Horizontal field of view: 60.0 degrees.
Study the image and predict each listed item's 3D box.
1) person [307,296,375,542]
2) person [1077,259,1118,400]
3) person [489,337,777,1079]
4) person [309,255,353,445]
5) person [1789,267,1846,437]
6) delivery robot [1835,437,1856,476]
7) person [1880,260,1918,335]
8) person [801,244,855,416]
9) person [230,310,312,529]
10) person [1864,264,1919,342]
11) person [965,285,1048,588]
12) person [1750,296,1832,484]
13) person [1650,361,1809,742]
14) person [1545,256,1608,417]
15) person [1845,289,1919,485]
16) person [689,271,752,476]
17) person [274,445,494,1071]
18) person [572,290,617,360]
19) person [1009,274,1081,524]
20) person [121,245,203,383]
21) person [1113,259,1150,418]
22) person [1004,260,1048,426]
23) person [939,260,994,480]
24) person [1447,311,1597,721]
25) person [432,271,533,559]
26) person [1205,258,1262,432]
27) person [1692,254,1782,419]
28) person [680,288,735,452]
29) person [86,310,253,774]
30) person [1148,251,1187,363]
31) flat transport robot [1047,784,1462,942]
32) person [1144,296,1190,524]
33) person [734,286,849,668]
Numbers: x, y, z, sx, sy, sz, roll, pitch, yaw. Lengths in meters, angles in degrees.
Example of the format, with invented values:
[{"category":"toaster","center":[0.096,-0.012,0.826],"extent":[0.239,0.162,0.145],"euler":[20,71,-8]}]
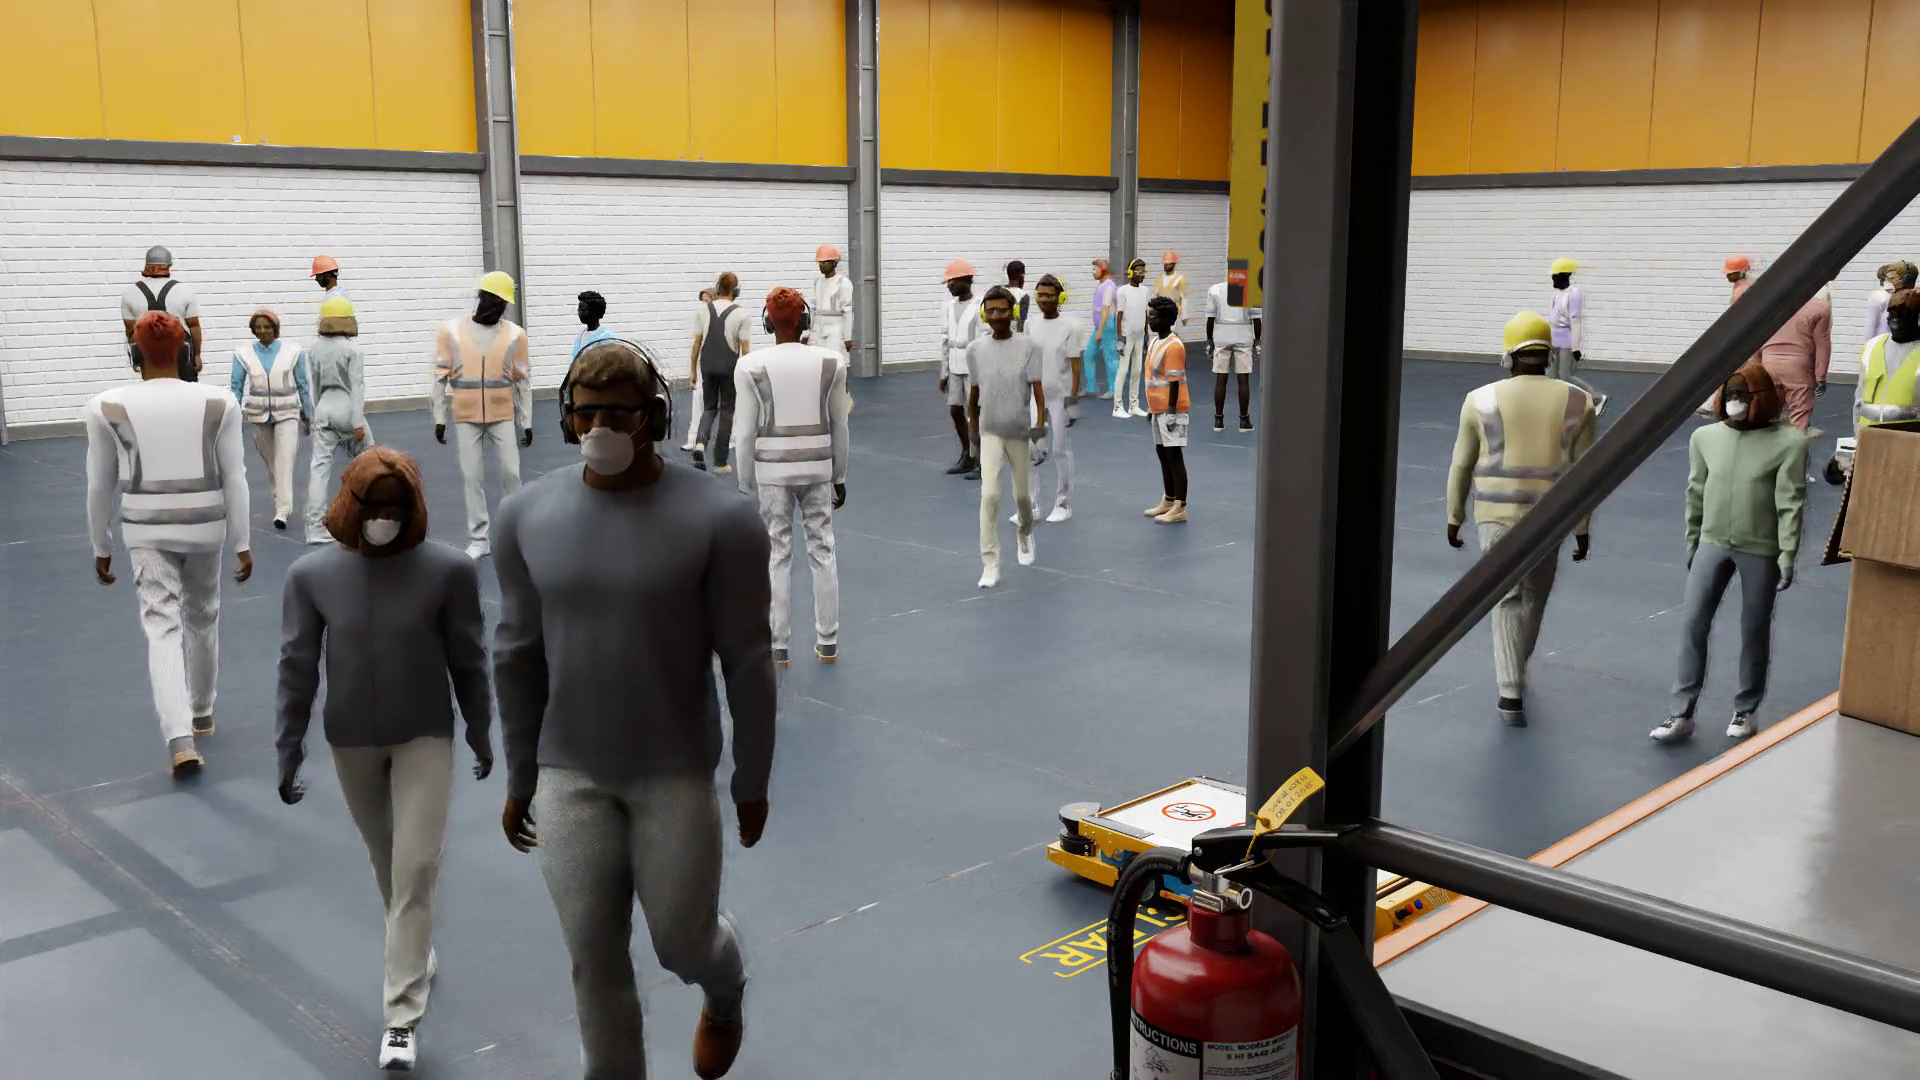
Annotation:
[{"category":"person","center":[-4.341,-0.862,11.755],"extent":[0.502,1.689,0.930],"euler":[3,11,18]},{"category":"person","center":[1.767,-2.713,21.547],"extent":[0.708,1.822,0.569],"euler":[-2,11,-10]},{"category":"person","center":[-0.714,0.499,3.755],"extent":[0.633,1.920,0.678],"euler":[1,10,8]},{"category":"person","center":[-6.398,-1.932,16.986],"extent":[0.371,1.928,0.543],"euler":[-2,11,-13]},{"category":"person","center":[9.098,-2.081,17.682],"extent":[0.455,1.971,0.635],"euler":[3,11,14]},{"category":"delivery robot","center":[7.803,-0.763,14.104],"extent":[0.707,0.478,0.477],"euler":[-4,11,-20]},{"category":"person","center":[7.870,-1.372,13.949],"extent":[0.369,1.932,0.623],"euler":[3,11,17]},{"category":"person","center":[-1.520,-2.390,19.192],"extent":[0.426,2.034,0.634],"euler":[-10,14,-42]},{"category":"person","center":[-5.049,-0.885,12.183],"extent":[0.541,1.583,0.882],"euler":[-2,11,-12]},{"category":"person","center":[10.559,-2.200,18.776],"extent":[0.694,1.812,0.522],"euler":[0,10,3]},{"category":"person","center":[0.301,-0.667,10.367],"extent":[0.527,1.835,0.865],"euler":[1,10,8]},{"category":"person","center":[7.144,-1.431,14.314],"extent":[0.400,1.907,0.645],"euler":[-10,14,-42]},{"category":"person","center":[3.213,0.075,6.918],"extent":[0.517,1.604,0.716],"euler":[10,14,43]},{"category":"person","center":[6.895,-2.230,18.705],"extent":[0.729,1.906,0.598],"euler":[-1,10,-3]},{"category":"person","center":[5.464,-0.539,9.686],"extent":[0.447,1.828,0.633],"euler":[-7,12,-32]},{"category":"person","center":[-2.117,-1.453,14.684],"extent":[0.570,1.811,0.546],"euler":[2,11,12]},{"category":"person","center":[-1.510,0.555,4.314],"extent":[0.530,1.583,0.863],"euler":[-1,10,-6]},{"category":"person","center":[-2.917,-1.139,13.294],"extent":[0.318,1.697,0.535],"euler":[-9,14,-40]},{"category":"person","center":[0.616,-1.016,12.232],"extent":[0.549,1.842,0.723],"euler":[7,12,32]},{"category":"person","center":[-7.679,-1.828,16.115],"extent":[0.684,2.000,0.536],"euler":[-2,11,-13]},{"category":"person","center":[2.033,-2.357,19.511],"extent":[0.507,1.861,0.328],"euler":[-8,13,-38]},{"category":"person","center":[0.519,-2.140,18.307],"extent":[0.982,1.872,0.594],"euler":[-9,14,-40]},{"category":"person","center":[0.093,-1.491,14.656],"extent":[0.461,1.916,0.607],"euler":[-10,14,-43]},{"category":"person","center":[2.521,-0.133,7.548],"extent":[0.612,1.780,0.961],"euler":[2,11,9]},{"category":"person","center":[-3.128,-0.810,10.983],"extent":[0.663,1.891,0.366],"euler":[-3,11,-18]},{"category":"person","center":[2.977,-2.152,18.081],"extent":[0.616,1.964,0.361],"euler":[3,11,18]},{"category":"person","center":[8.979,-2.308,19.079],"extent":[1.041,1.922,0.658],"euler":[5,11,25]},{"category":"person","center":[-2.449,-1.646,16.289],"extent":[0.524,1.616,0.734],"euler":[4,11,22]},{"category":"person","center":[-3.190,-0.007,6.740],"extent":[0.589,1.844,0.964],"euler":[-6,12,-28]},{"category":"person","center":[3.318,-3.592,26.160],"extent":[0.542,1.900,1.014],"euler":[10,14,43]},{"category":"flat transport robot","center":[1.022,1.042,5.290],"extent":[0.652,0.197,1.431],"euler":[-10,14,-44]},{"category":"person","center":[1.537,-0.966,12.393],"extent":[0.324,1.691,0.537],"euler":[-2,11,-9]},{"category":"person","center":[-0.827,-0.304,8.230],"extent":[0.573,1.885,0.357],"euler":[-3,11,-18]}]
